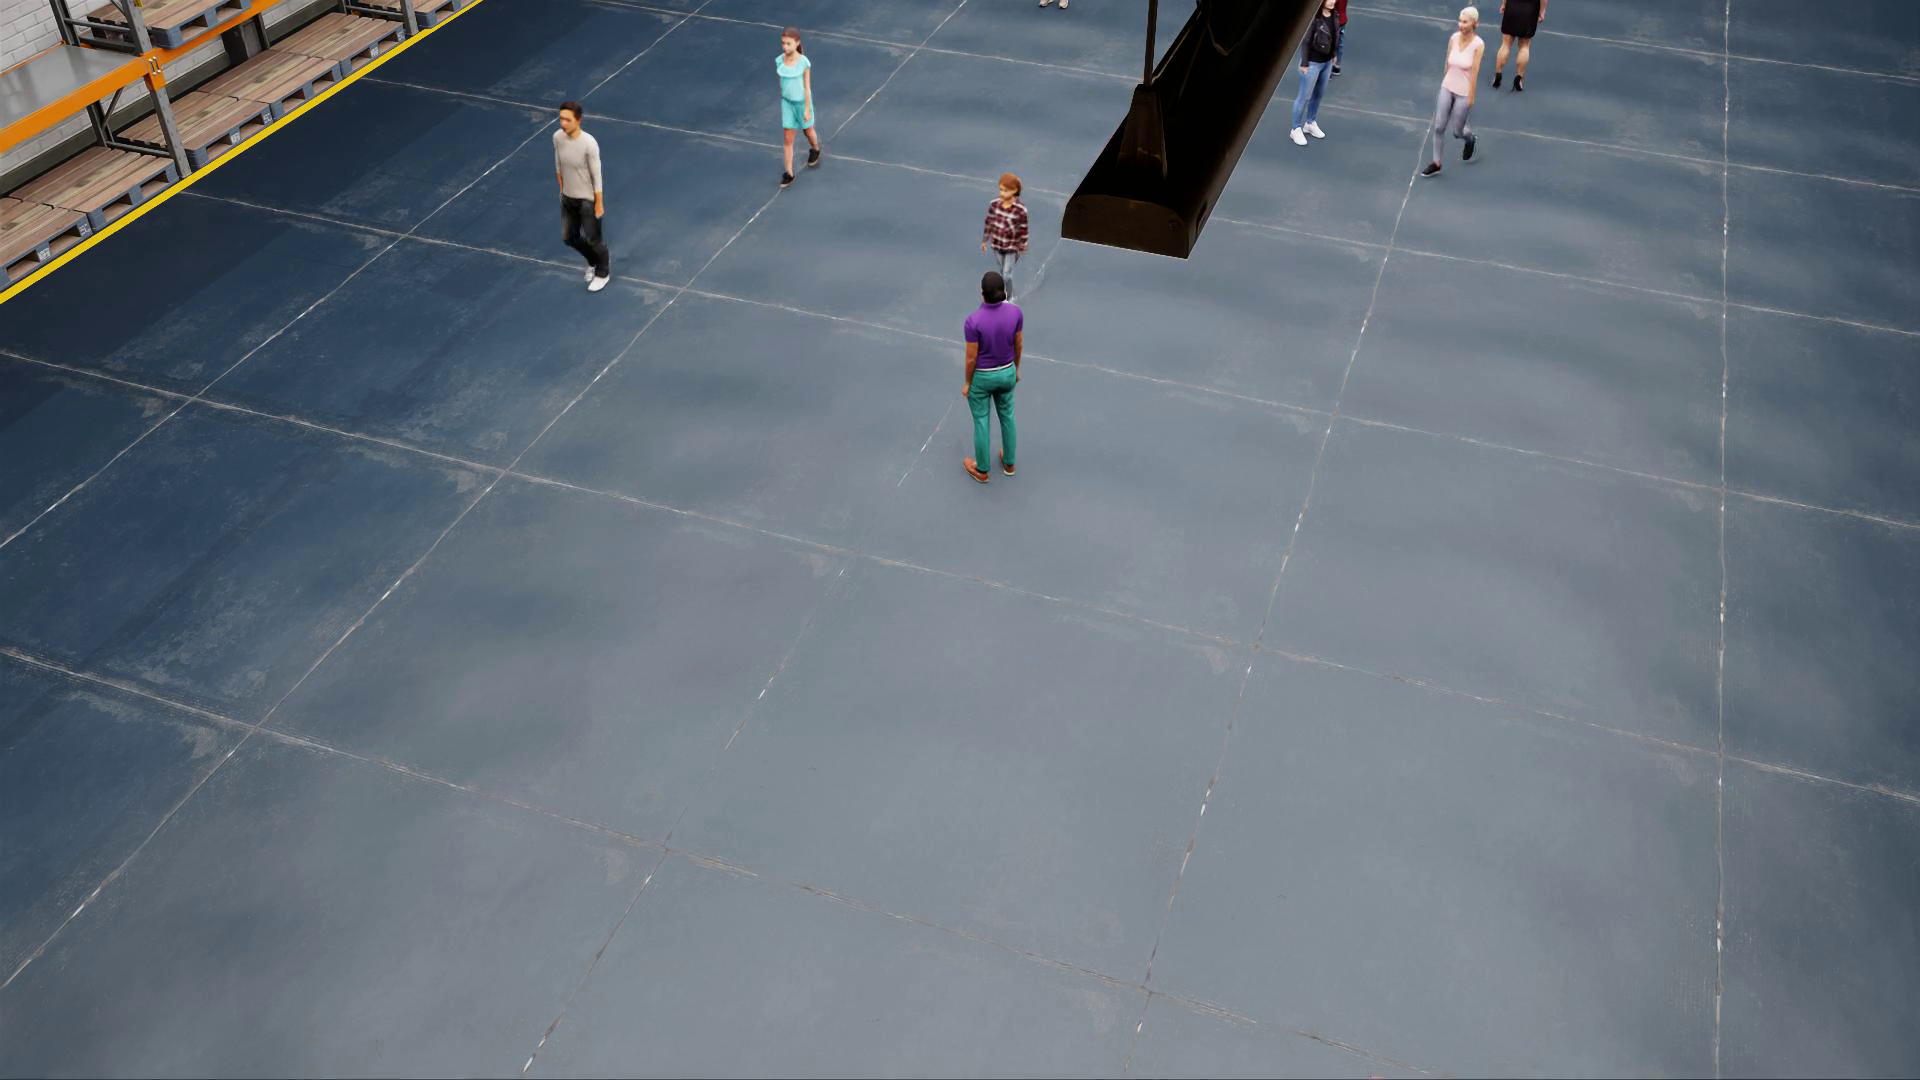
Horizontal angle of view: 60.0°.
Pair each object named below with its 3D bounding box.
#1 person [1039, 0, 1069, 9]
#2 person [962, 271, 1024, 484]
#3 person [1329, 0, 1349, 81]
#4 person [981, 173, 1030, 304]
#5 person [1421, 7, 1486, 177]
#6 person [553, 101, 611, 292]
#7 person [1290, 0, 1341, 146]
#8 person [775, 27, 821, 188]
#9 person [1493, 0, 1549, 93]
[{"bbox_3d":[1.199,-7.308,20.164,0.591,1.652,0.540,10,40,12],"label":"person"},{"bbox_3d":[0.246,-1.224,12.453,0.722,1.767,0.778,-15,41,-18],"label":"person"},{"bbox_3d":[4.202,-5.783,18.574,0.628,1.253,0.524,30,47,32],"label":"person"},{"bbox_3d":[0.437,-2.633,14.598,0.610,1.292,0.721,23,44,26],"label":"person"},{"bbox_3d":[4.999,-4.466,16.560,1.004,1.709,0.823,-28,47,-31],"label":"person"},{"bbox_3d":[-3.293,-3.084,14.757,0.710,1.799,0.682,18,42,21],"label":"person"},{"bbox_3d":[3.694,-4.933,17.204,0.687,1.634,0.797,-26,45,-28],"label":"person"},{"bbox_3d":[-1.581,-4.357,16.571,0.554,1.525,1.047,13,40,15],"label":"person"},{"bbox_3d":[6.137,-5.753,18.164,0.670,1.718,0.626,18,42,21],"label":"person"}]
